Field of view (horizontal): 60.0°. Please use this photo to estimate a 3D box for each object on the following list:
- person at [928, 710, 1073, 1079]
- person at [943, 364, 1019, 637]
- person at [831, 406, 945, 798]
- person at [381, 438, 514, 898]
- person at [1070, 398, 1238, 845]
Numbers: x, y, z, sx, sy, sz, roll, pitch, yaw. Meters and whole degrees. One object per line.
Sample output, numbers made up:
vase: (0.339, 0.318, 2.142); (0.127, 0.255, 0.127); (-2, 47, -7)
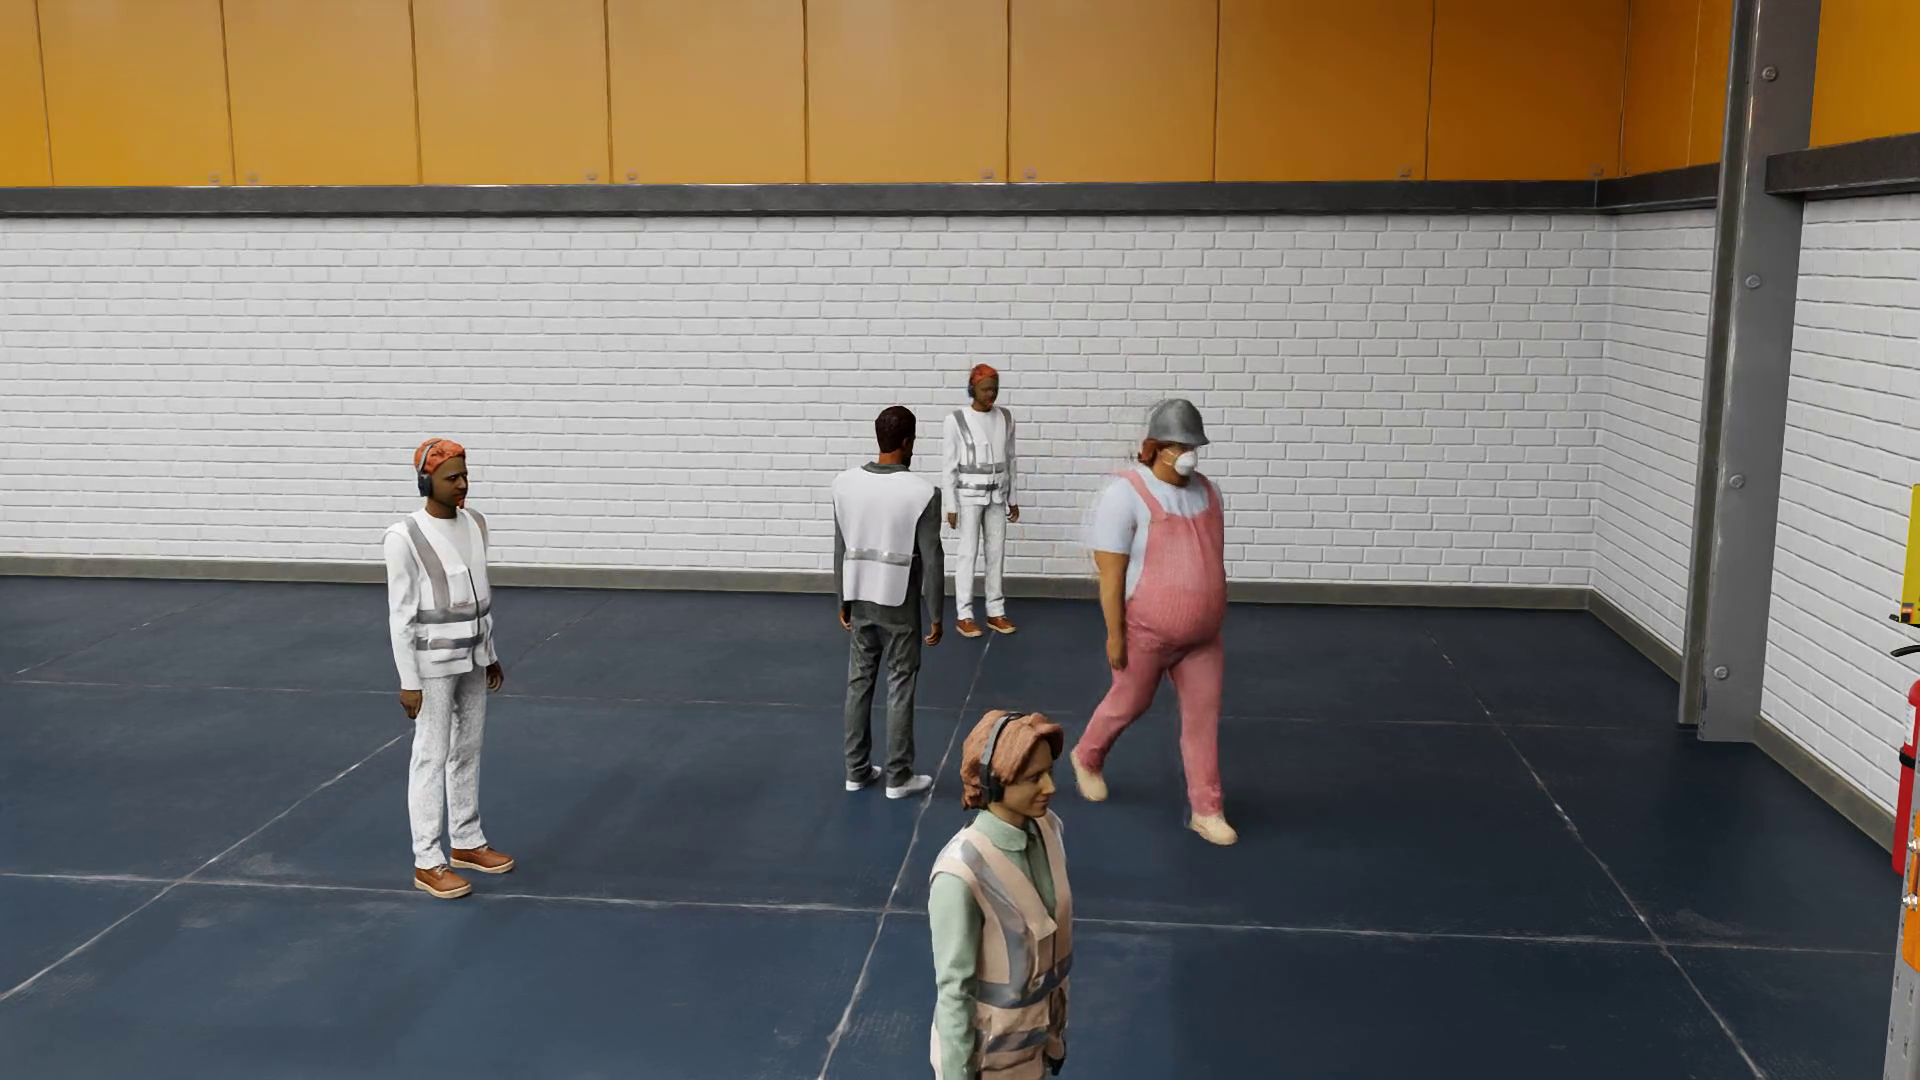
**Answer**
person: (0.094, 1.181, 3.795); (0.314, 1.639, 0.517); (5, 11, 28)
person: (0.151, -0.272, 11.442); (0.586, 1.879, 0.361); (-6, 12, -32)
person: (-0.351, 0.307, 8.057); (0.597, 1.907, 0.402); (5, 11, 26)
person: (-2.115, 0.517, 6.898); (0.342, 1.882, 0.586); (4, 11, 22)
person: (0.895, 0.307, 7.654); (0.688, 2.000, 0.968); (-5, 11, -28)
